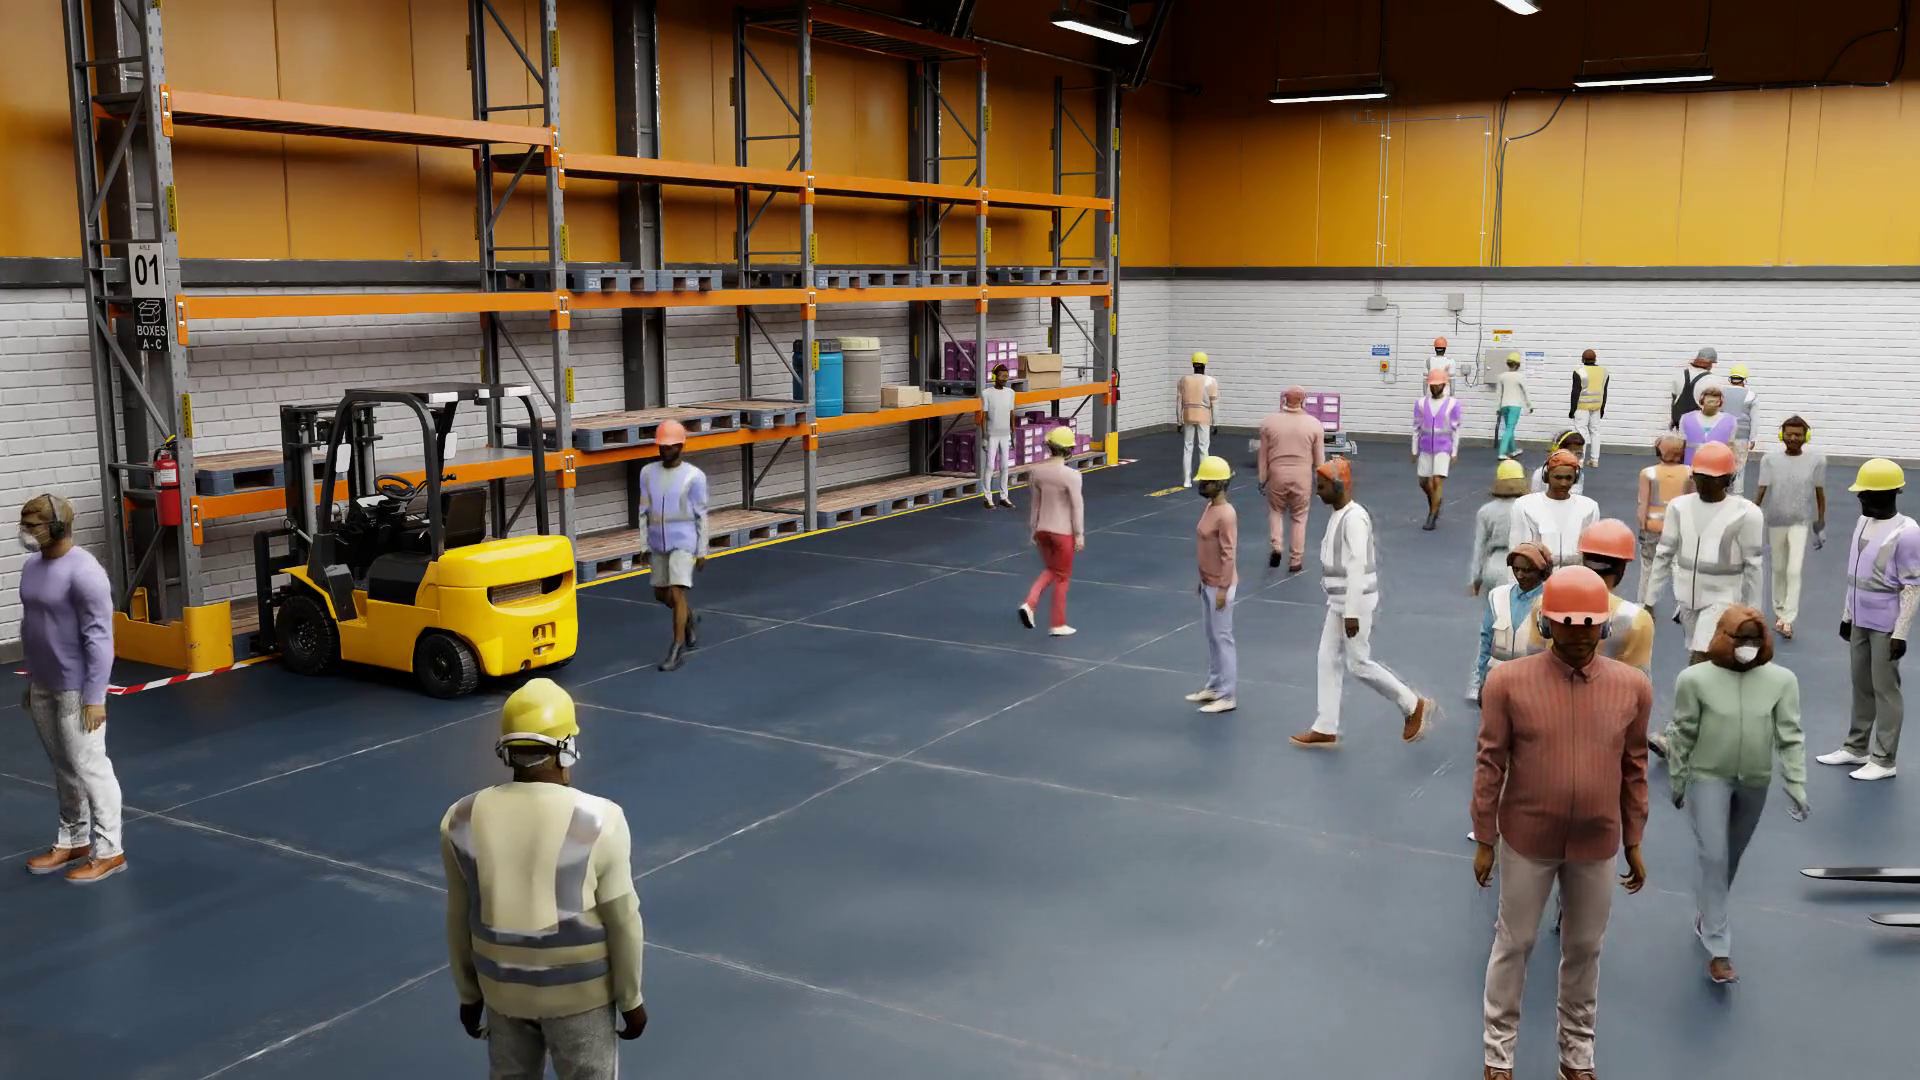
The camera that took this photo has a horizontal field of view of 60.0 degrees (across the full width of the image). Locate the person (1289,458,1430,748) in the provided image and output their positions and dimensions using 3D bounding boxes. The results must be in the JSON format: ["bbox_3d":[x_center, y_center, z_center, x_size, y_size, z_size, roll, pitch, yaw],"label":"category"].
[{"bbox_3d":[2.550,0.406,10.509,0.821,1.855,0.638,0,9,0],"label":"person"}]

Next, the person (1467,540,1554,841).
[{"bbox_3d":[2.938,0.809,8.680,0.308,1.640,0.511,-9,12,-43],"label":"person"}]

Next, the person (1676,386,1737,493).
[{"bbox_3d":[7.910,-0.735,17.738,0.609,1.821,0.436,5,10,27],"label":"person"}]

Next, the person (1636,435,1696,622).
[{"bbox_3d":[6.174,-0.111,14.515,0.519,1.610,0.806,1,9,4],"label":"person"}]

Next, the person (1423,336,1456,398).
[{"bbox_3d":[8.156,-2.489,28.318,0.545,1.942,0.350,5,10,27],"label":"person"}]

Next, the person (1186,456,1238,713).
[{"bbox_3d":[1.738,0.302,11.450,0.328,1.766,0.531,-1,9,-6],"label":"person"}]

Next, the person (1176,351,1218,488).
[{"bbox_3d":[3.326,-1.675,23.283,0.594,1.924,0.382,4,10,24],"label":"person"}]

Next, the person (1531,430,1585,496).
[{"bbox_3d":[4.620,0.034,12.993,0.555,1.808,0.925,-6,11,-32],"label":"person"}]

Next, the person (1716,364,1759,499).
[{"bbox_3d":[10.158,-1.388,21.833,0.586,1.824,0.404,6,11,35],"label":"person"}]

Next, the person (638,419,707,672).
[{"bbox_3d":[-2.171,0.007,12.815,0.545,1.920,0.780,3,10,18],"label":"person"}]

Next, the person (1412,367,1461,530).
[{"bbox_3d":[5.642,-1.093,19.698,0.547,1.917,0.694,5,11,31],"label":"person"}]

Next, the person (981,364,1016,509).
[{"bbox_3d":[0.495,-1.325,21.317,0.516,1.861,0.322,-5,10,-29],"label":"person"}]

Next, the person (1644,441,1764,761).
[{"bbox_3d":[4.568,0.373,10.337,1.078,1.973,0.650,-6,11,-34],"label":"person"}]

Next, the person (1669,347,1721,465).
[{"bbox_3d":[10.135,-1.660,22.838,0.571,2.000,0.707,-5,11,-30],"label":"person"}]

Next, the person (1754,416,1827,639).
[{"bbox_3d":[6.812,-0.095,13.711,0.558,1.828,0.915,6,11,32],"label":"person"}]

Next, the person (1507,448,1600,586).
[{"bbox_3d":[3.840,0.349,10.800,0.572,1.881,0.356,0,9,2],"label":"person"}]

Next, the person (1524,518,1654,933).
[{"bbox_3d":[2.800,0.860,7.498,0.551,1.916,0.570,-9,13,-44],"label":"person"}]

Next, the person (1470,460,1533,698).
[{"bbox_3d":[3.933,0.274,11.893,0.922,1.676,0.495,-7,12,-38],"label":"person"}]

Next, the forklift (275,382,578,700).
[{"bbox_3d":[-3.974,-0.067,12.417,2.313,2.155,1.214,5,11,30],"label":"forklift"}]

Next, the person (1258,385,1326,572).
[{"bbox_3d":[3.355,-0.617,16.796,0.667,1.888,0.435,3,10,18],"label":"person"}]

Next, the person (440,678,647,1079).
[{"bbox_3d":[-1.224,1.316,4.956,0.599,1.824,0.403,2,9,13],"label":"person"}]

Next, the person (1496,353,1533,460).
[{"bbox_3d":[8.975,-2.159,26.943,0.843,1.724,0.528,-6,11,-34],"label":"person"}]

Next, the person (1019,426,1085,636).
[{"bbox_3d":[0.783,-0.061,13.743,0.447,1.757,0.531,-8,12,-40],"label":"person"}]

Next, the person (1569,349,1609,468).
[{"bbox_3d":[9.737,-2.040,25.840,0.632,1.839,0.429,-2,9,-15],"label":"person"}]

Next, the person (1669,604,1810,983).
[{"bbox_3d":[3.338,1.078,7.116,0.513,1.593,0.815,1,9,5],"label":"person"}]

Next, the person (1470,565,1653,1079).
[{"bbox_3d":[2.148,1.068,5.950,0.622,1.992,0.393,0,9,3],"label":"person"}]

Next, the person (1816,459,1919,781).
[{"bbox_3d":[5.448,0.471,9.907,0.383,1.921,0.586,0,9,-1],"label":"person"}]

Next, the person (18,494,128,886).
[{"bbox_3d":[-4.438,0.735,8.250,0.646,1.934,0.388,6,11,33],"label":"person"}]
